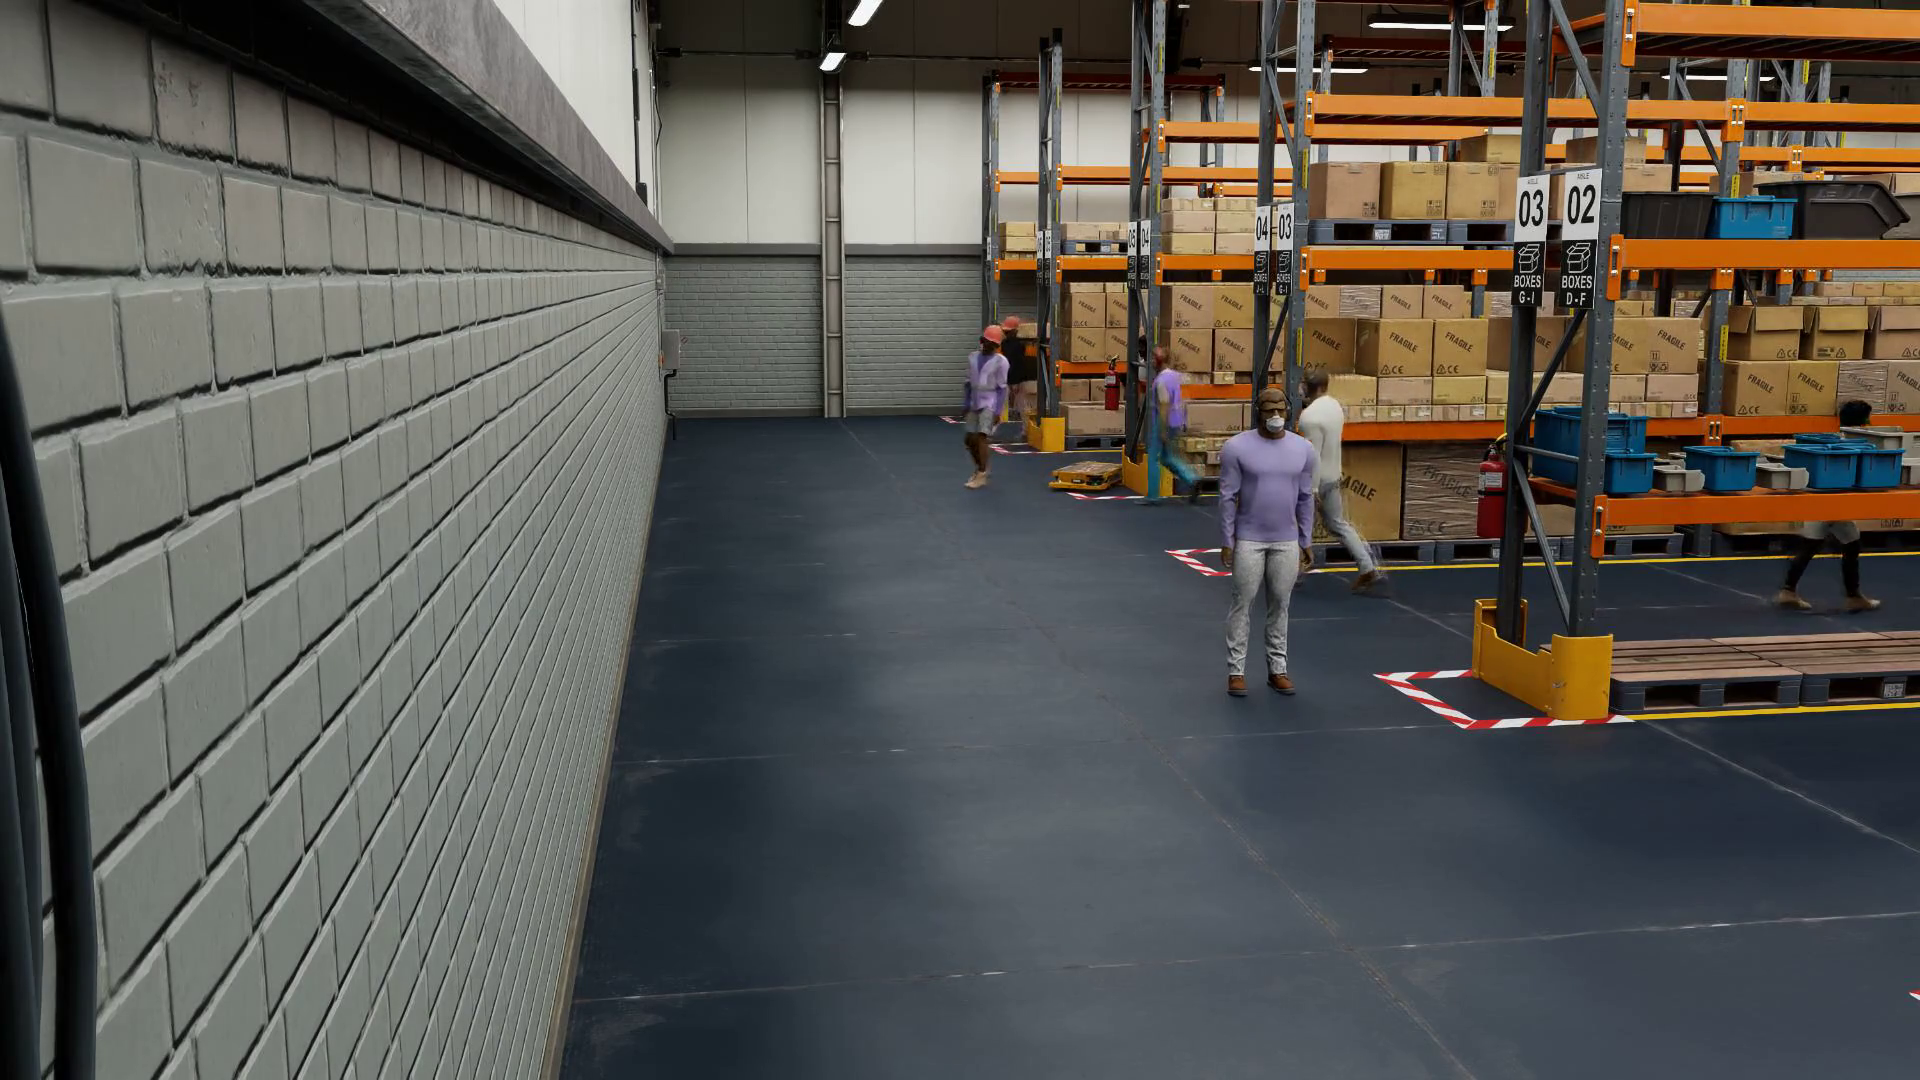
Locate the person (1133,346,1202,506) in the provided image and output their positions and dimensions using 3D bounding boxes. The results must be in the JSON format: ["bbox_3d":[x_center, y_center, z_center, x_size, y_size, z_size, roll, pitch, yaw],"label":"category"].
[{"bbox_3d":[2.344,-1.270,18.673,0.669,1.820,0.582,4,10,22],"label":"person"}]

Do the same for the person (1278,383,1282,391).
[{"bbox_3d":[3.251,-0.930,16.359,0.529,1.886,0.671,-4,10,-22],"label":"person"}]

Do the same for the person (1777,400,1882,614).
[{"bbox_3d":[6.787,-0.255,12.855,0.818,1.649,0.551,1,9,8],"label":"person"}]

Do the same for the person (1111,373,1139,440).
[{"bbox_3d":[2.818,-2.592,26.132,0.867,2.000,0.682,-2,9,-9],"label":"person"}]

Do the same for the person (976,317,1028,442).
[{"bbox_3d":[0.725,-2.438,25.483,1.011,1.938,0.640,-6,11,-33],"label":"person"}]

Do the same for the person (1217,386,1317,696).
[{"bbox_3d":[1.918,0.009,10.405,0.627,1.940,0.371,-1,9,-6],"label":"person"}]

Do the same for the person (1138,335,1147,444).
[{"bbox_3d":[2.345,-1.636,20.809,0.325,1.860,0.515,-3,10,-19],"label":"person"}]

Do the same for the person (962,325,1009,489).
[{"bbox_3d":[0.263,-1.612,20.238,0.639,1.994,0.458,8,12,41],"label":"person"}]

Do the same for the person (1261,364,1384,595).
[{"bbox_3d":[3.005,-0.486,13.593,0.968,1.909,0.646,7,11,37],"label":"person"}]

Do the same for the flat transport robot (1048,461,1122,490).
[{"bbox_3d":[1.630,-0.803,20.540,0.652,0.197,1.431,4,10,22],"label":"flat transport robot"}]
